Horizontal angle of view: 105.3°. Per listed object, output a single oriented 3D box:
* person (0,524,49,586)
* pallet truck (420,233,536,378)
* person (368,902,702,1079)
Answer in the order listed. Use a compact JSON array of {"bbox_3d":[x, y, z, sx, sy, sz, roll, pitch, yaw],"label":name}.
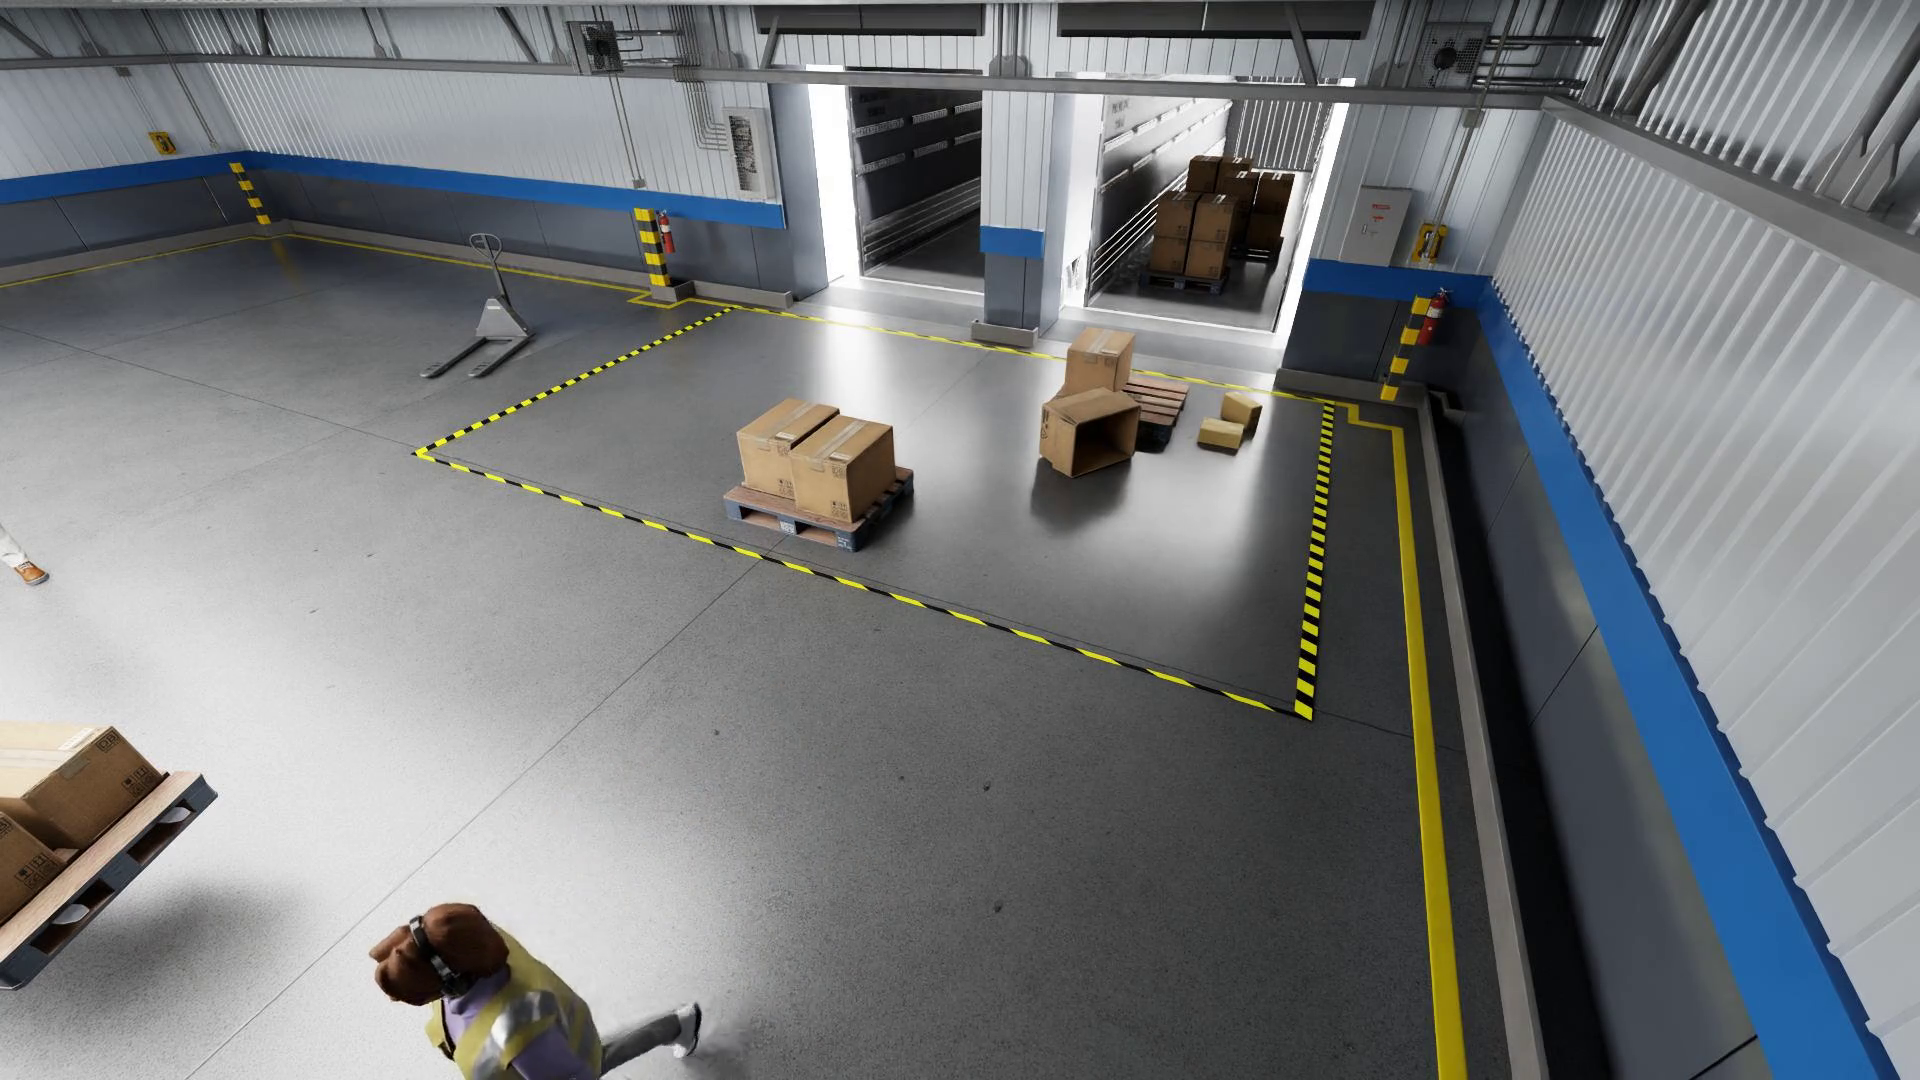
[{"bbox_3d":[-6.775,-0.454,4.648,0.382,1.948,0.604,22,41,28],"label":"person"},{"bbox_3d":[-5.664,-2.712,8.427,0.680,1.201,1.601,0,35,-1],"label":"pallet truck"},{"bbox_3d":[-1.182,1.499,2.196,0.522,1.610,0.746,25,42,31],"label":"person"}]
